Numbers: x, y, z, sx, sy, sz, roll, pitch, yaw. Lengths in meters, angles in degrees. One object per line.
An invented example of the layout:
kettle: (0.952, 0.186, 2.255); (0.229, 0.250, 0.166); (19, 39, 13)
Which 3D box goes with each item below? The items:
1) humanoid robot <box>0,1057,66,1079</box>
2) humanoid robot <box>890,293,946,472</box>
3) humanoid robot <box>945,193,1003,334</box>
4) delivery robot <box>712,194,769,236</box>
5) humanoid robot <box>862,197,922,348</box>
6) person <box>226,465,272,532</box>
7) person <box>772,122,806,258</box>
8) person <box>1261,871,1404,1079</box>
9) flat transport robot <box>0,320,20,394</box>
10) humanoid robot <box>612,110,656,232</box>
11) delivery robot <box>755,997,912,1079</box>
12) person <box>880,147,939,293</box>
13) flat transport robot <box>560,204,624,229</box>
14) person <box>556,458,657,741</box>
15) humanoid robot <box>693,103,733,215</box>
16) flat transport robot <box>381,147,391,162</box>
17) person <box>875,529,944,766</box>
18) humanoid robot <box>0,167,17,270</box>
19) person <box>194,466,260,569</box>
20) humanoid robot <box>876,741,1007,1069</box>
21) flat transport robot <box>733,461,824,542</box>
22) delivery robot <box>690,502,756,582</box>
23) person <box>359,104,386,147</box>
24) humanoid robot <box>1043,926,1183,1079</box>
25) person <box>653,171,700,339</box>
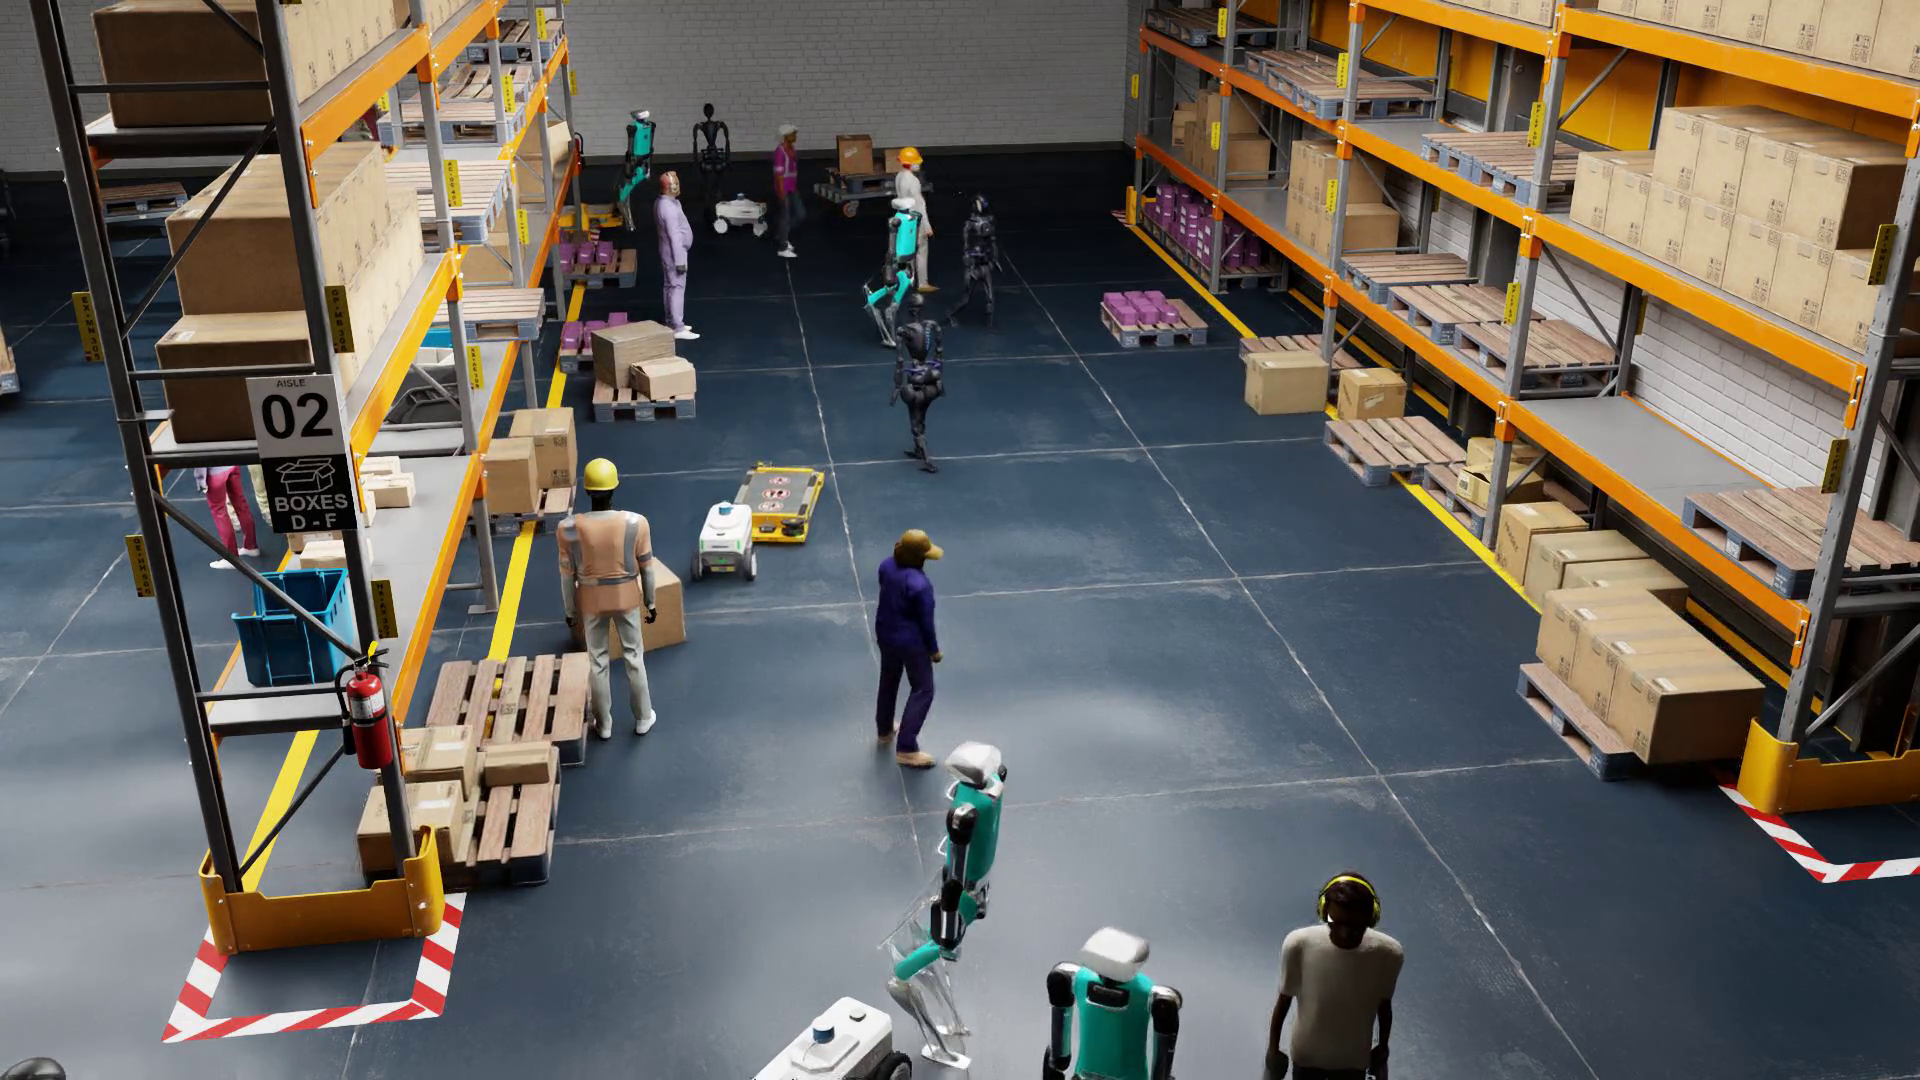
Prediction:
humanoid robot: (-3.227, 2.573, 6.061); (0.612, 1.646, 0.340); (16, 29, 33)
humanoid robot: (-0.386, -1.456, 15.281); (0.615, 1.641, 0.597); (-20, 31, -38)
humanoid robot: (0.179, -3.229, 19.324); (0.732, 1.634, 0.599); (20, 31, 38)
delivery robot: (-3.171, -4.694, 24.019); (0.801, 0.597, 0.499); (4, 24, 10)
humanoid robot: (-0.813, -2.927, 18.646); (0.733, 1.878, 0.536); (15, 28, 31)
person: (-6.059, -0.915, 13.931); (0.555, 1.743, 0.342); (-11, 26, -23)
person: (-2.327, -4.742, 22.538); (0.411, 1.830, 0.538); (8, 25, 18)
person: (1.525, 2.126, 6.894); (0.524, 1.836, 0.860); (3, 24, 8)
flat transport robot: (-10.276, -1.454, 16.990); (0.659, 0.231, 1.431); (-13, 27, -27)
humanoid robot: (-4.769, -5.294, 24.003); (0.811, 1.833, 0.539); (13, 27, 28)
delivery robot: (-0.611, 2.473, 7.713); (0.499, 0.614, 0.818); (15, 28, 30)
person: (-0.610, -3.990, 20.791); (0.669, 1.858, 0.586); (-11, 26, -23)
flat transport robot: (-5.694, -4.748, 24.496); (1.431, 0.231, 0.659); (-4, 24, -8)
person: (-2.258, 0.389, 10.731); (0.594, 1.925, 0.370); (-5, 24, -11)
humanoid robot: (-3.701, -5.682, 24.869); (0.602, 1.644, 0.392); (-5, 24, -12)
flat transport robot: (-8.593, -5.014, 25.100); (1.431, 0.231, 0.659); (0, 24, 1)
person: (-0.359, 0.643, 10.560); (0.350, 1.598, 0.598); (-18, 30, -35)
humanoid robot: (-12.863, -4.412, 22.040); (0.589, 1.651, 0.724); (-12, 27, -26)
person: (-5.910, -0.551, 13.248); (0.278, 1.628, 0.503); (6, 24, 13)
humanoid robot: (-0.124, 1.741, 7.902); (0.657, 1.805, 0.531); (8, 25, 18)
flat transport robot: (-1.589, -0.333, 14.438); (0.659, 0.231, 1.431); (1, 24, 2)
delivery robot: (-1.874, 0.011, 13.320); (0.499, 0.612, 0.801); (0, 24, 0)
person: (-9.114, -6.167, 25.833); (0.778, 1.816, 0.669); (-9, 25, -19)
humanoid robot: (0.485, 2.420, 6.355); (0.553, 1.784, 0.793); (10, 26, 22)
person: (-3.258, -3.265, 19.073); (0.413, 1.912, 0.650); (-9, 25, -20)
